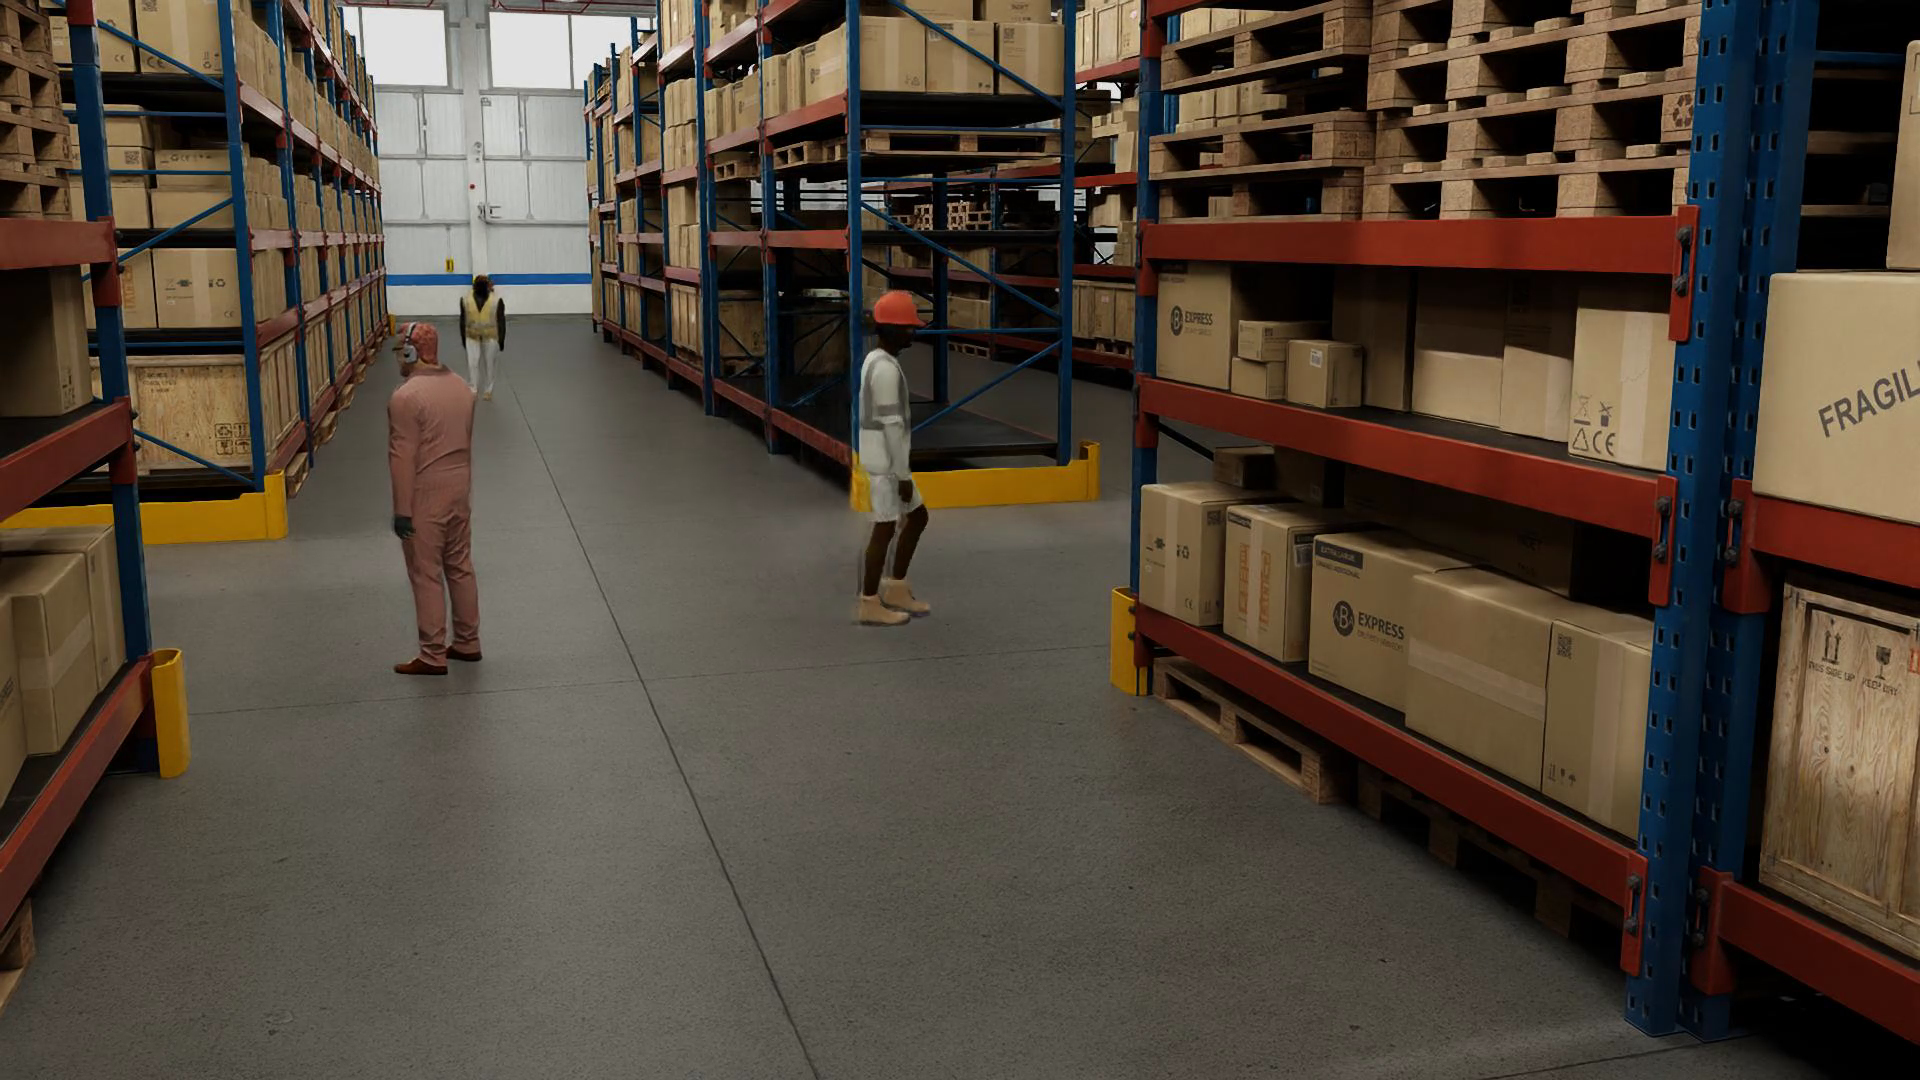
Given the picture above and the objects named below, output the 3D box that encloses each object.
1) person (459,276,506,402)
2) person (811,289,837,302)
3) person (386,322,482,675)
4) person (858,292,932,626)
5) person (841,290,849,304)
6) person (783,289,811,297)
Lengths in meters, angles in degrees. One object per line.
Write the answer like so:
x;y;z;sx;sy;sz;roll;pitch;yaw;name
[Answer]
-6.787;-2.839;23.617;0.650;1.788;0.985;-2;10;-10;person
-2.702;-4.501;32.852;0.563;1.743;0.536;2;11;13;person
-2.874;-0.223;8.997;0.399;1.899;0.649;3;11;17;person
-0.353;-0.471;10.002;0.618;2.019;0.631;-1;10;-4;person
-2.878;-6.538;44.029;0.564;1.742;0.347;5;11;25;person
-3.350;-4.908;34.495;0.647;1.960;0.561;0;10;-1;person
